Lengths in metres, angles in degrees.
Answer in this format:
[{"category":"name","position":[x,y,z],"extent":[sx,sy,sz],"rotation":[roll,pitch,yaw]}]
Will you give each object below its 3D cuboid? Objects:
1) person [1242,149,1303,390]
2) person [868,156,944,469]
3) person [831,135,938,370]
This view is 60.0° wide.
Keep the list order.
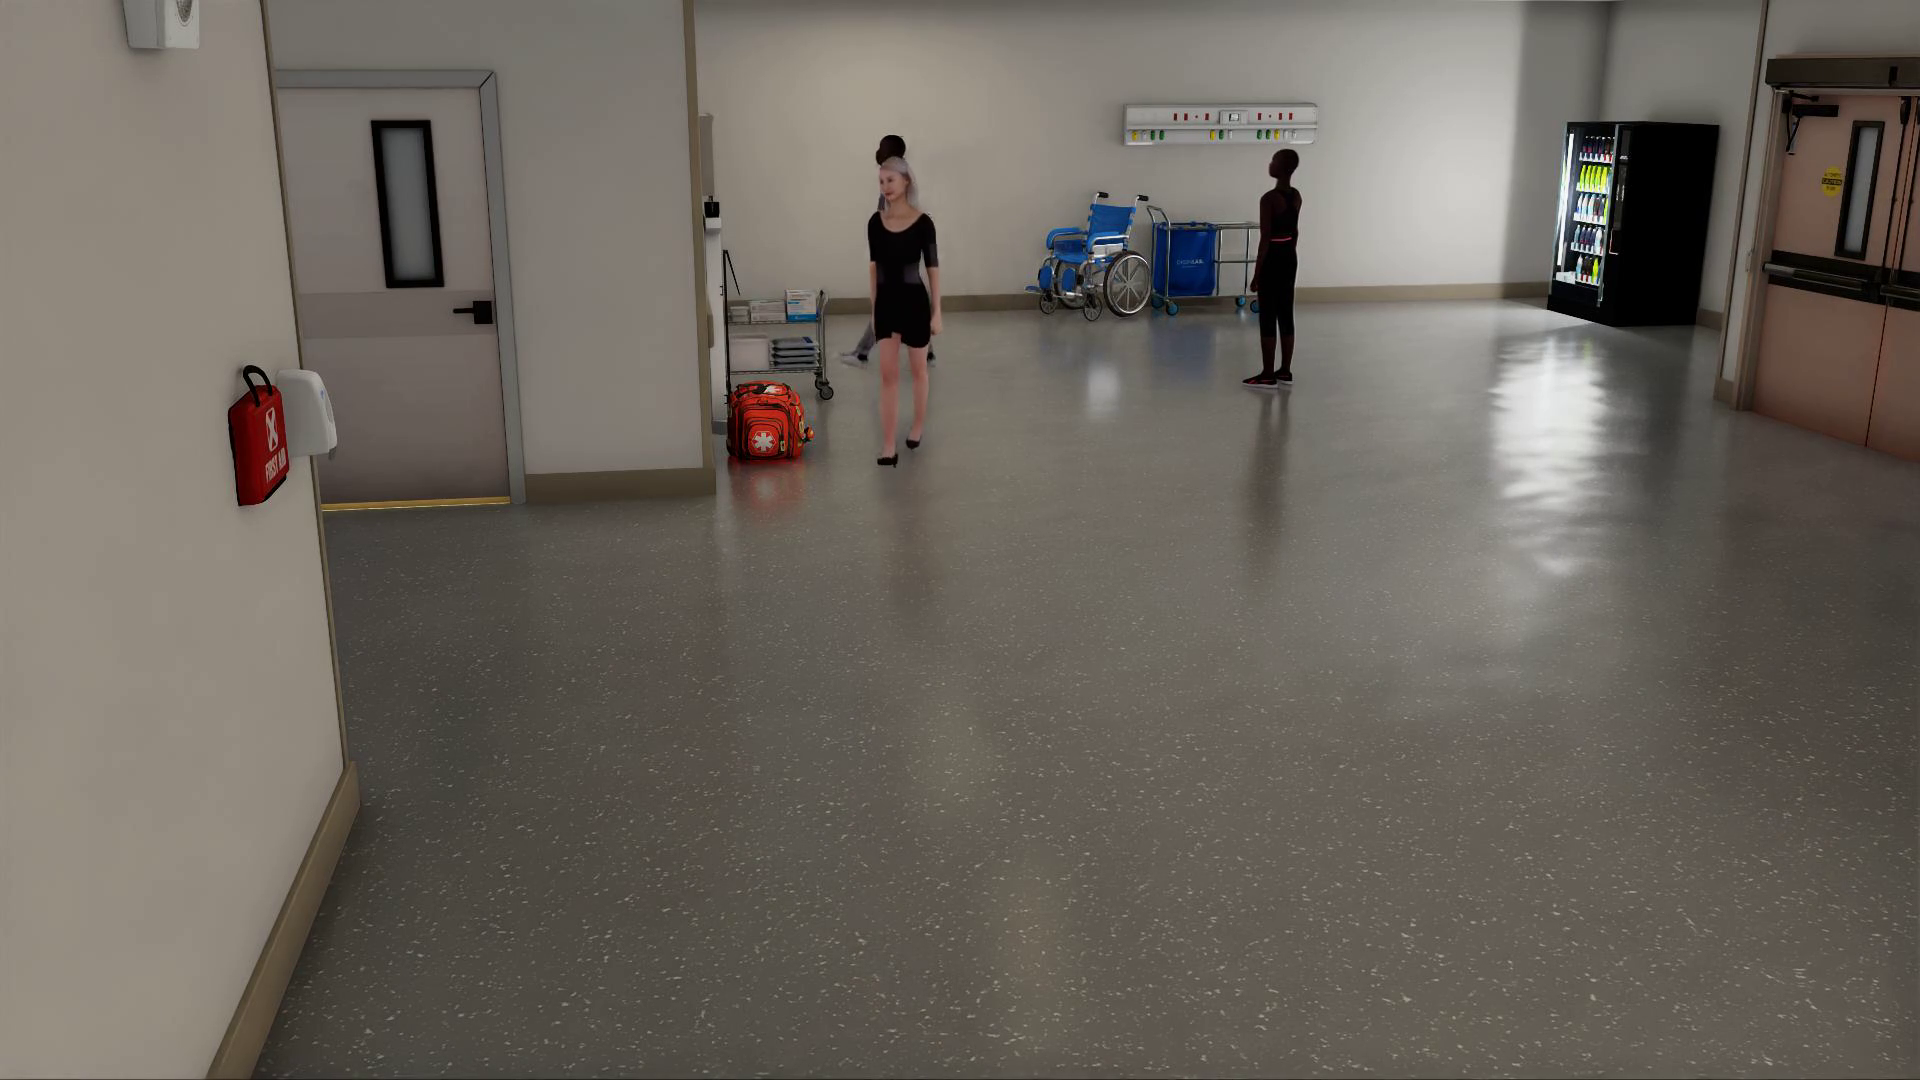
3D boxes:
[{"category":"person","position":[2.372,-2.023,12.417],"extent":[0.673,1.755,0.684],"rotation":[-13,20,-38]},{"category":"person","position":[-0.309,-1.326,9.925],"extent":[0.932,1.766,1.295],"rotation":[3,16,9]},{"category":"person","position":[-0.390,-2.206,12.980],"extent":[0.804,1.802,1.017],"rotation":[-2,16,-6]}]
